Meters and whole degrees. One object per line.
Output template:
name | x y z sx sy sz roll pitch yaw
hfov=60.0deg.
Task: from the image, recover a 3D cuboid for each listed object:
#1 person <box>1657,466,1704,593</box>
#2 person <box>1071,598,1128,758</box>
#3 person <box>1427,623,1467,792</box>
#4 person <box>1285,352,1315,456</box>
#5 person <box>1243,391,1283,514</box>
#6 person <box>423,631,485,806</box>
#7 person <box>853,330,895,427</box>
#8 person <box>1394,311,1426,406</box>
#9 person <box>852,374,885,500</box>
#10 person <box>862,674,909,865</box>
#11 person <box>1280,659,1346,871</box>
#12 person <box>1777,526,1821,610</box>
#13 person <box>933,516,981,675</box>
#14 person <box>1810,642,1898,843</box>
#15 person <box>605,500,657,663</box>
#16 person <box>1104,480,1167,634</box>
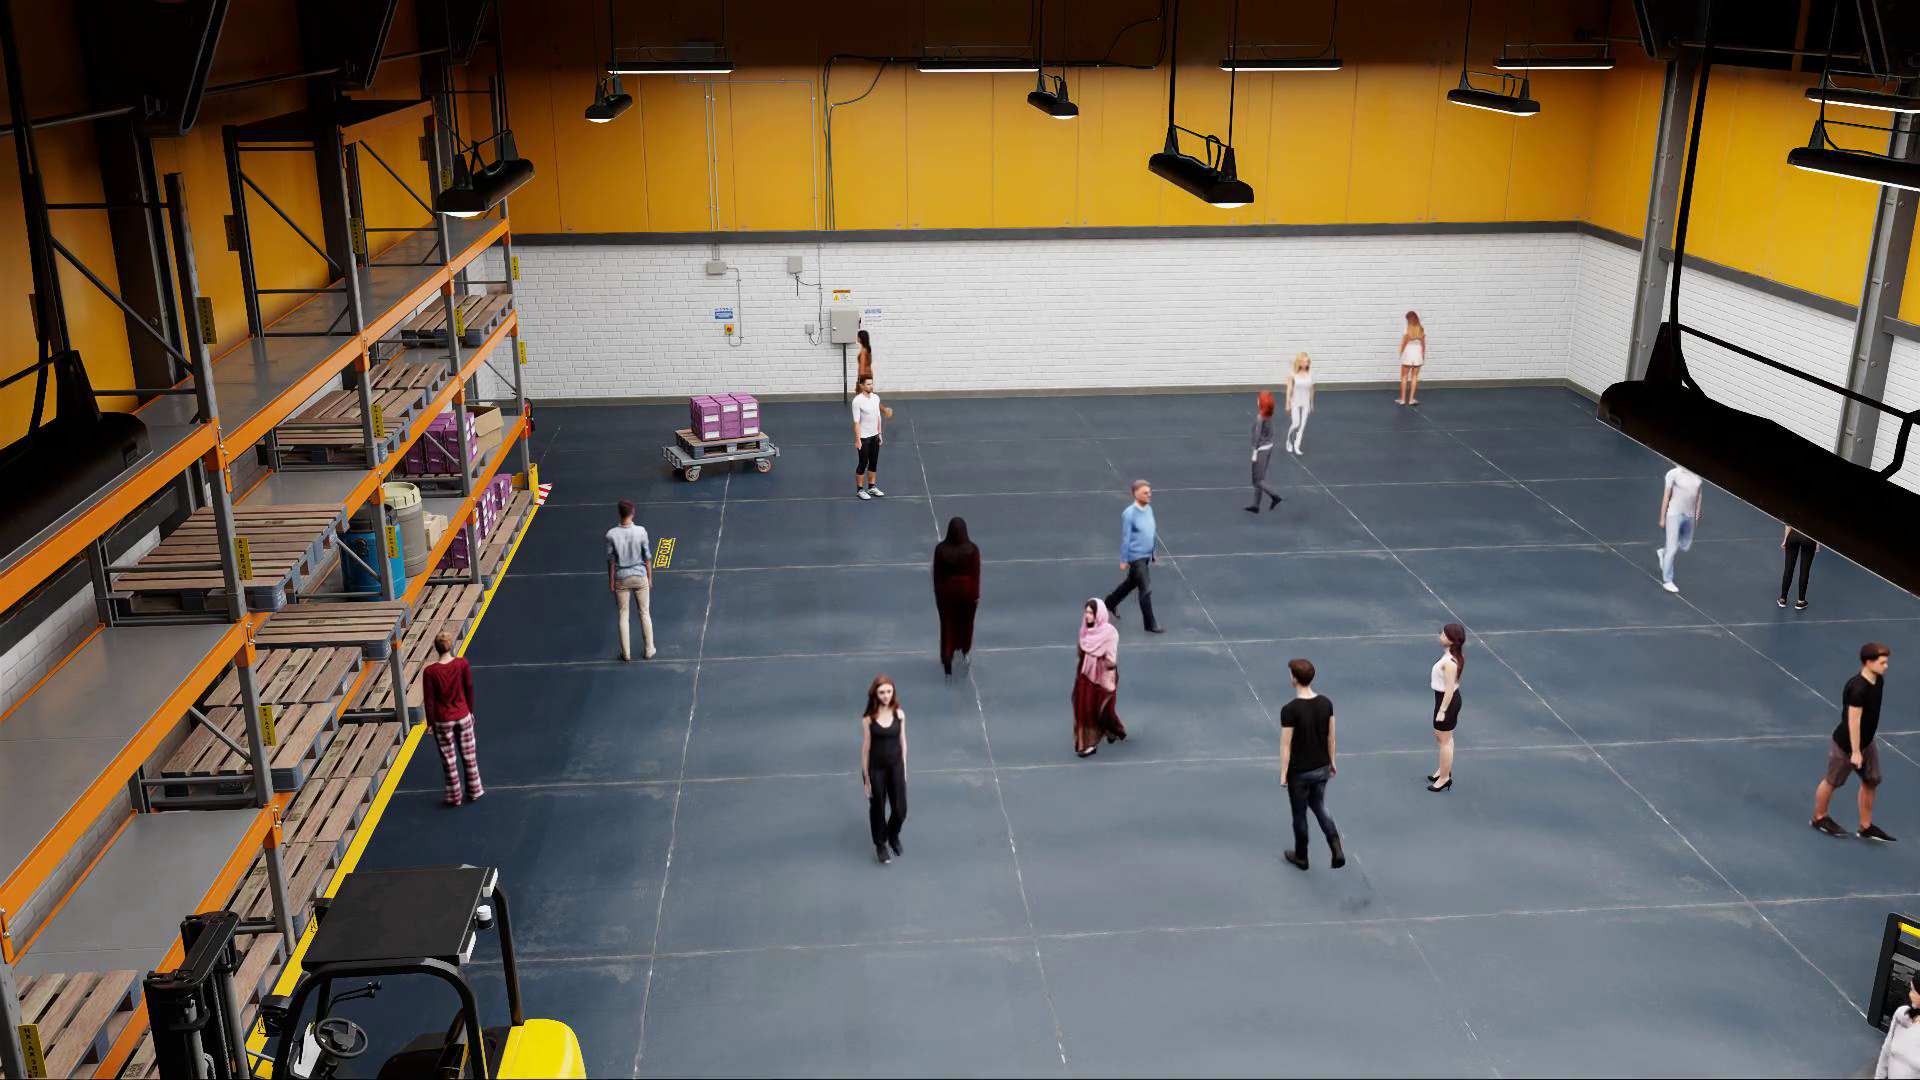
person | 8.903 -0.307 20.677 0.677 1.833 0.993 -2 19 -7
person | 1.372 1.320 16.173 0.857 1.625 0.916 15 24 38
person | 4.523 1.548 15.459 0.683 1.649 0.568 6 20 18
person | 5.402 -2.199 26.568 0.637 1.659 0.630 -5 19 -14
person | 4.330 -1.201 23.456 0.903 1.754 0.870 9 21 26
person | -4.644 1.612 15.192 0.677 1.697 0.674 -13 23 -34
person | -1.520 -2.688 28.004 0.681 1.669 0.876 1 19 2
person | 8.053 -3.241 29.639 0.617 1.675 0.544 5 19 14
person | -1.356 -1.529 24.283 0.792 1.848 0.738 16 24 39
person | -0.683 1.923 14.209 0.648 1.736 0.710 -6 20 -18
person | 2.962 1.955 13.898 0.879 1.873 1.064 -7 20 -19
person | 10.121 0.021 20.013 0.647 1.637 0.683 11 22 31
person | -0.039 0.636 18.050 0.735 1.723 1.098 0 19 1
person | 7.769 1.734 14.605 0.956 1.841 1.065 -14 23 -35
person | -3.652 0.439 18.442 0.663 1.847 0.570 -3 19 -9
person | 2.005 0.162 19.366 1.214 1.782 1.165 14 23 36
